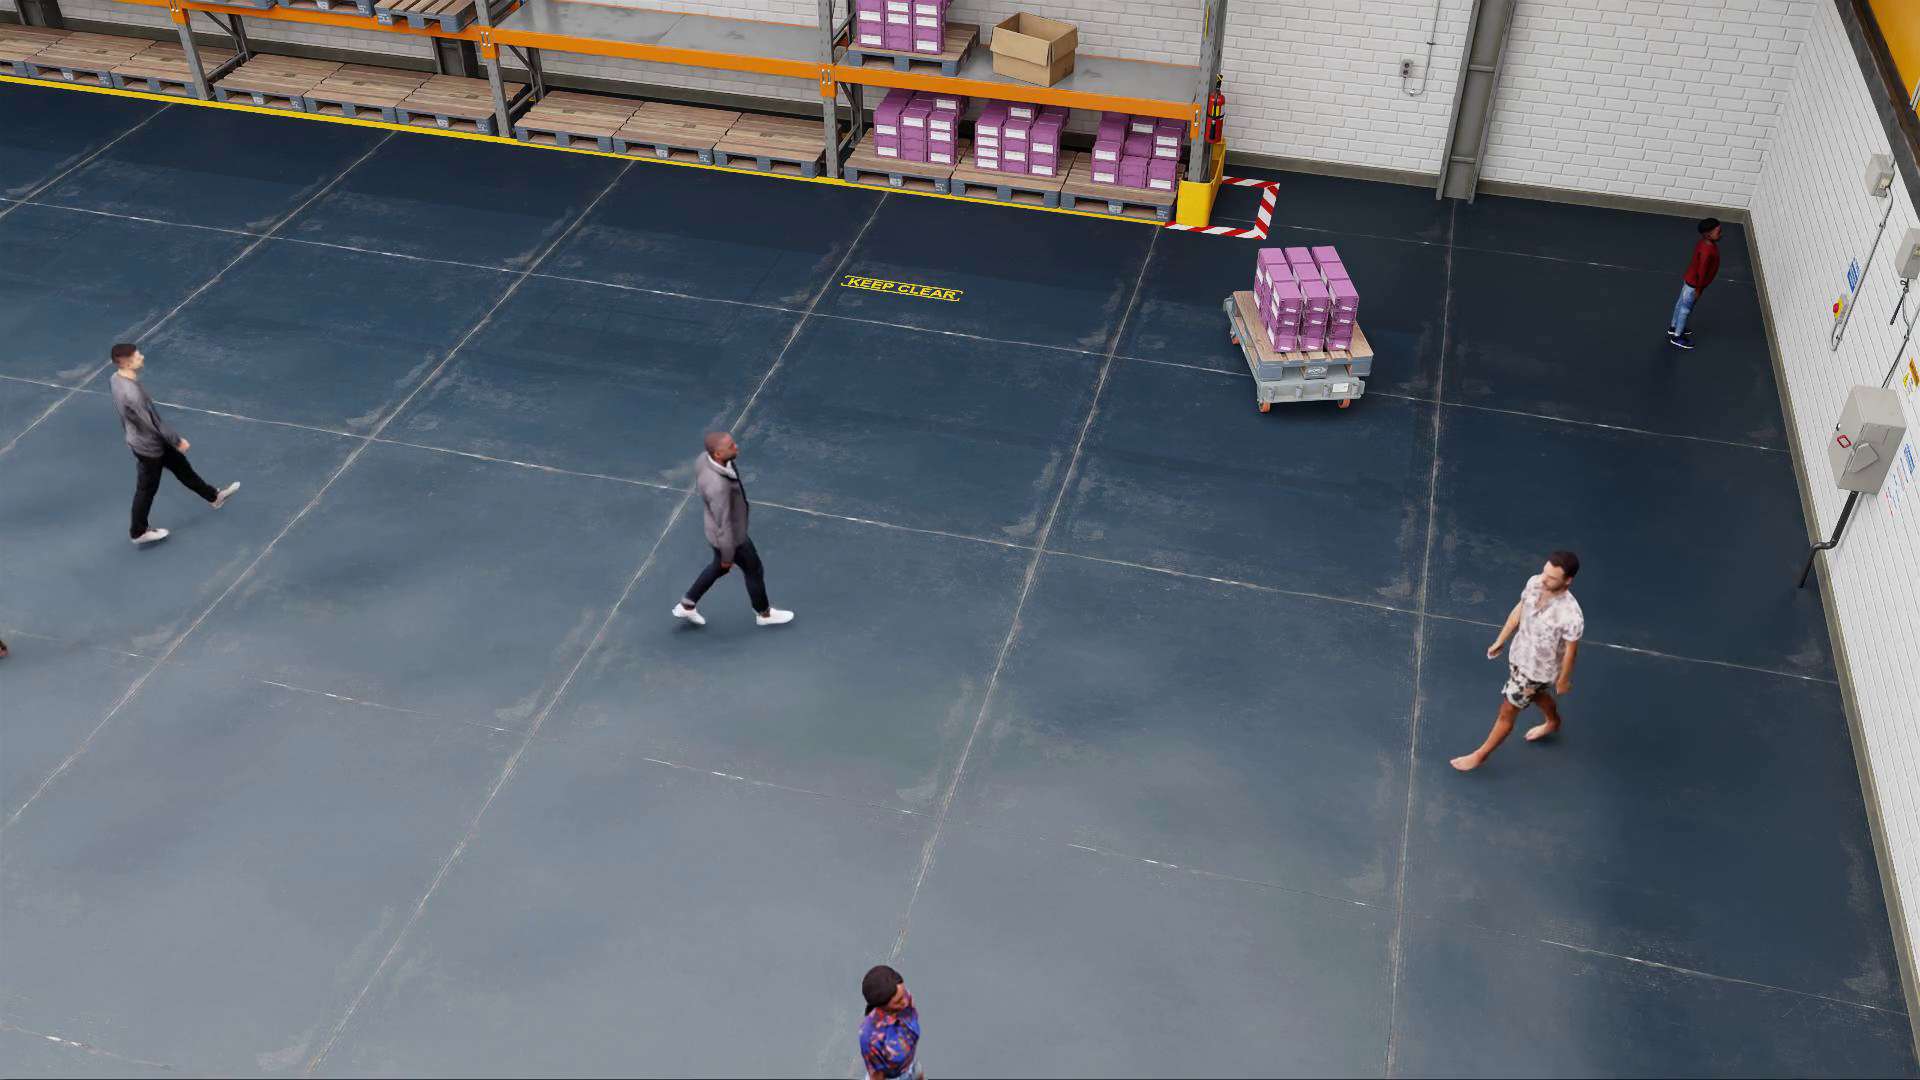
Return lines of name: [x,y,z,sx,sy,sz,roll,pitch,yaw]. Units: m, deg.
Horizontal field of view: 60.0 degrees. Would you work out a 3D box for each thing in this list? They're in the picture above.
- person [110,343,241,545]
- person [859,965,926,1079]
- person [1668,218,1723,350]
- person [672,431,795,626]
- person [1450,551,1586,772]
person: [-6.389,-0.695,12.927,1.141,1.714,1.140,-26,45,-28]
person: [-0.394,2.762,8.576,0.707,1.742,0.665,20,43,23]
person: [6.830,-2.417,15.451,0.478,1.256,0.499,10,40,12]
person: [-1.767,-0.047,12.052,1.243,1.794,1.066,-10,40,-12]
person: [3.900,0.767,11.049,1.253,1.774,1.016,-8,39,-10]
